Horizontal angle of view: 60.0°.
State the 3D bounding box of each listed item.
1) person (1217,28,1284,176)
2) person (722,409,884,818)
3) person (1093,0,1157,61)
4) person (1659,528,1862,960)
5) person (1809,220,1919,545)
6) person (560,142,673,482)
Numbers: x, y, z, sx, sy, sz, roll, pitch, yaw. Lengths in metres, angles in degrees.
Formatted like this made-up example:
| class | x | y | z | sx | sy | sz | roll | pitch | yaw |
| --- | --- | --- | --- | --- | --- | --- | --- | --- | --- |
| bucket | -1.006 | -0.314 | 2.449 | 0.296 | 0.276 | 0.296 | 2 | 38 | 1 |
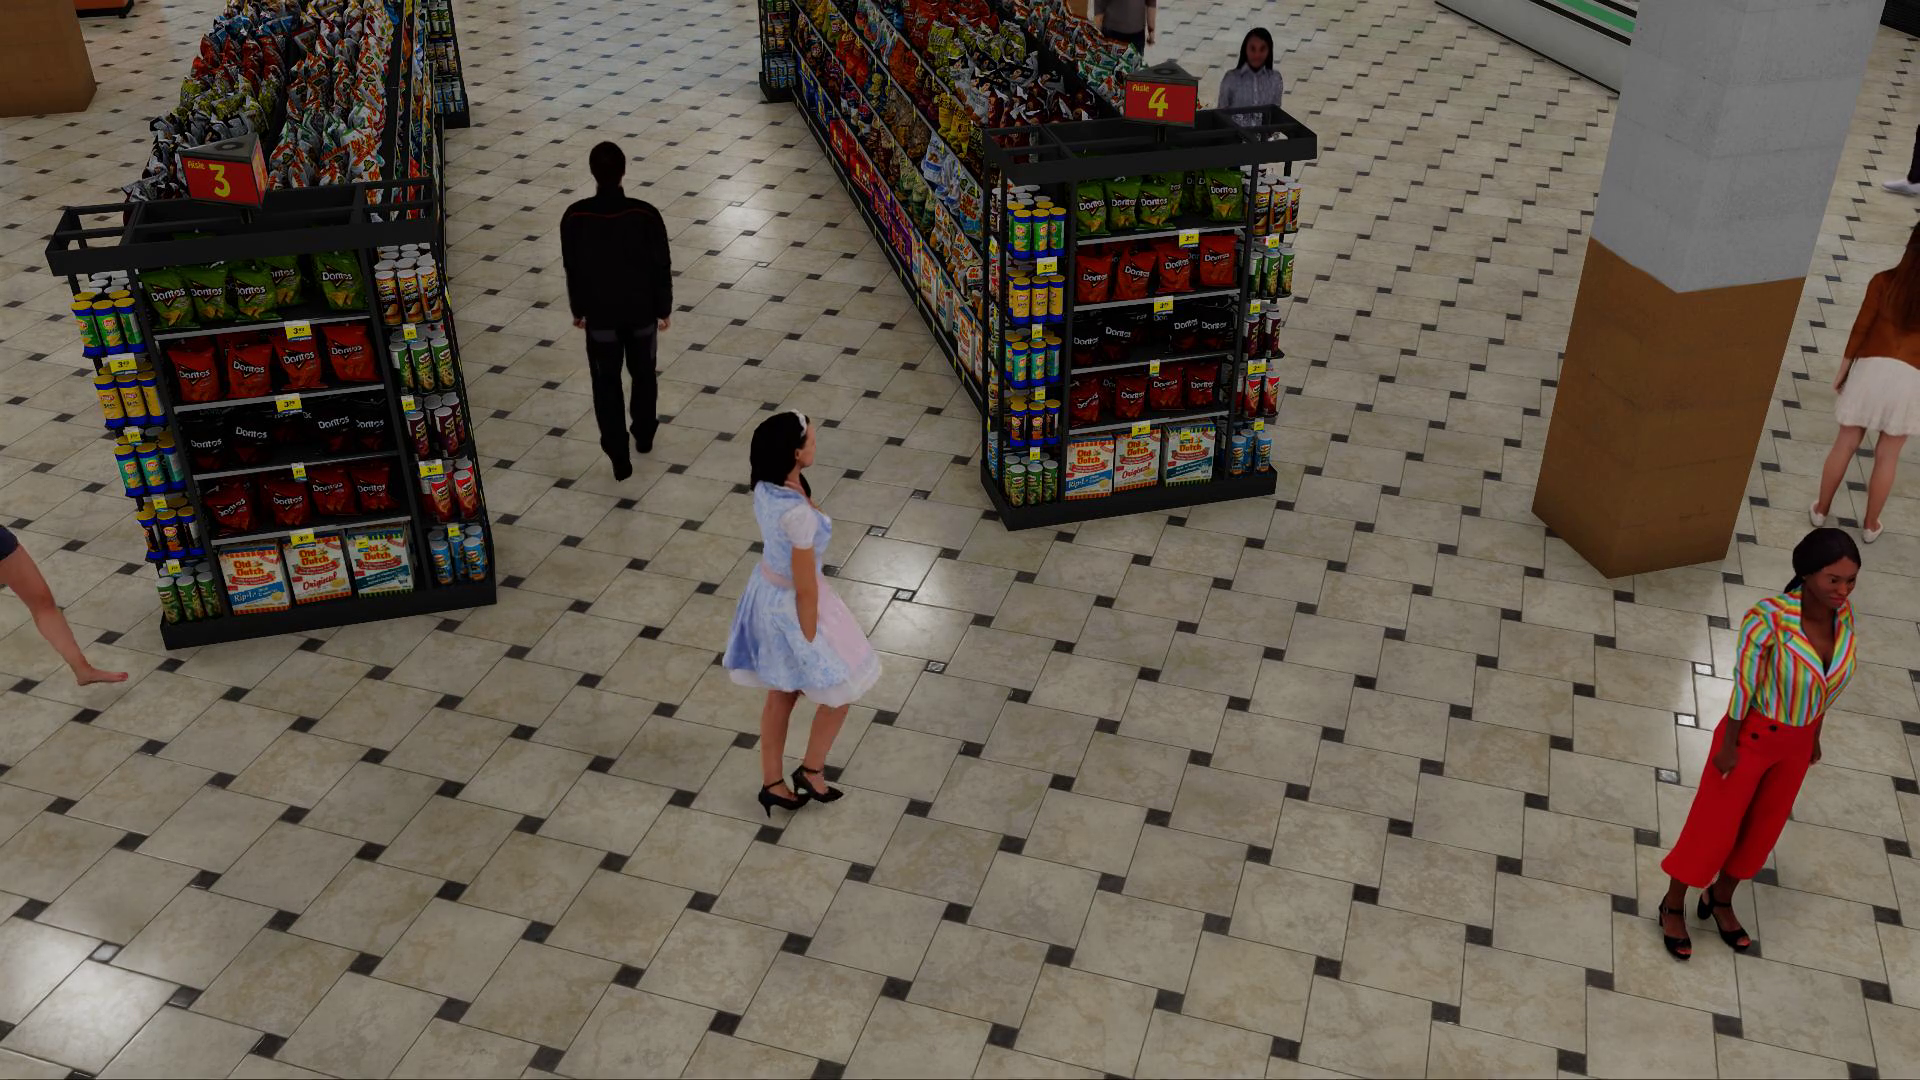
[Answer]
| class | x | y | z | sx | sy | sz | roll | pitch | yaw |
| --- | --- | --- | --- | --- | --- | --- | --- | --- | --- |
| person | 1.931 | -2.608 | 11.267 | 0.857 | 1.700 | 1.167 | 2 | 32 | 4 |
| person | -0.720 | 0.362 | 6.400 | 0.818 | 1.799 | 0.821 | -16 | 35 | -24 |
| person | 1.300 | -4.172 | 13.608 | 0.793 | 1.882 | 1.130 | -12 | 34 | -18 |
| person | 2.803 | 0.732 | 5.812 | 0.590 | 1.791 | 0.512 | -8 | 33 | -12 |
| person | 4.660 | -0.794 | 8.337 | 0.702 | 1.716 | 0.777 | 20 | 37 | 29 |
| person | -1.821 | -1.182 | 8.860 | 0.774 | 1.822 | 1.044 | -4 | 32 | -7 |
